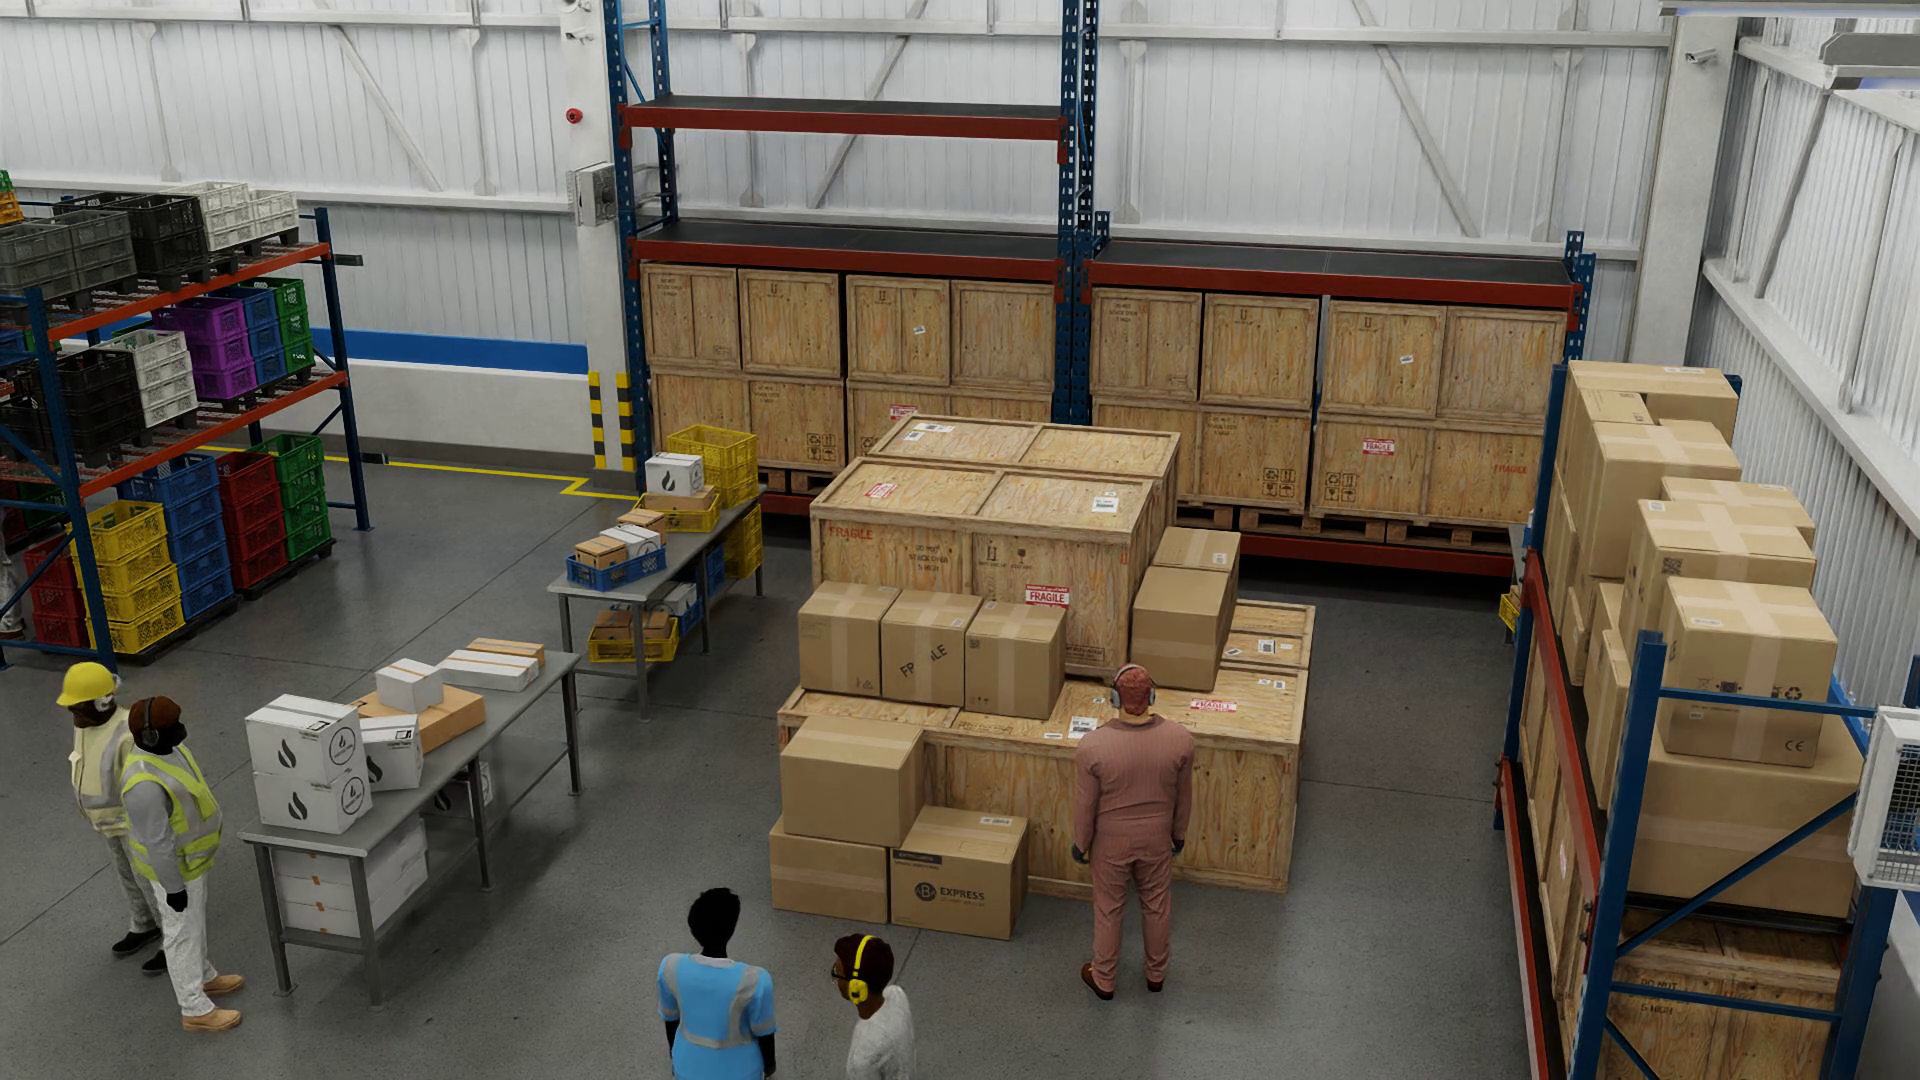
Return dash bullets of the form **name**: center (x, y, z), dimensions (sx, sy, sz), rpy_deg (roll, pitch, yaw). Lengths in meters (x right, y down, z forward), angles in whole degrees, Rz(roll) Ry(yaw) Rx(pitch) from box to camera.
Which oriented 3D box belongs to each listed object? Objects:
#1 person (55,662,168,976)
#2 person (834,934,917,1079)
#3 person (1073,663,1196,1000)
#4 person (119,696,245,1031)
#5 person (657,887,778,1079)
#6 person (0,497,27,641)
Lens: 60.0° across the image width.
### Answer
- **person**: center (-4.521, 1.482, 8.976), dimensions (0.604, 1.822, 0.405), rpy_deg (15, 26, 34)
- **person**: center (-0.317, 2.383, 6.574), dimensions (0.348, 1.863, 0.515), rpy_deg (4, 21, 11)
- **person**: center (0.889, 1.531, 8.736), dimensions (0.639, 1.903, 0.409), rpy_deg (-4, 21, -11)
- **person**: center (-3.991, 1.640, 8.534), dimensions (0.429, 1.843, 0.632), rpy_deg (-6, 22, -16)
- **person**: center (-1.025, 2.262, 7.119), dimensions (0.537, 1.689, 0.323), rpy_deg (7, 22, 17)
- **person**: center (-7.649, -0.116, 12.994), dimensions (0.355, 1.936, 0.633), rpy_deg (-8, 22, -20)
